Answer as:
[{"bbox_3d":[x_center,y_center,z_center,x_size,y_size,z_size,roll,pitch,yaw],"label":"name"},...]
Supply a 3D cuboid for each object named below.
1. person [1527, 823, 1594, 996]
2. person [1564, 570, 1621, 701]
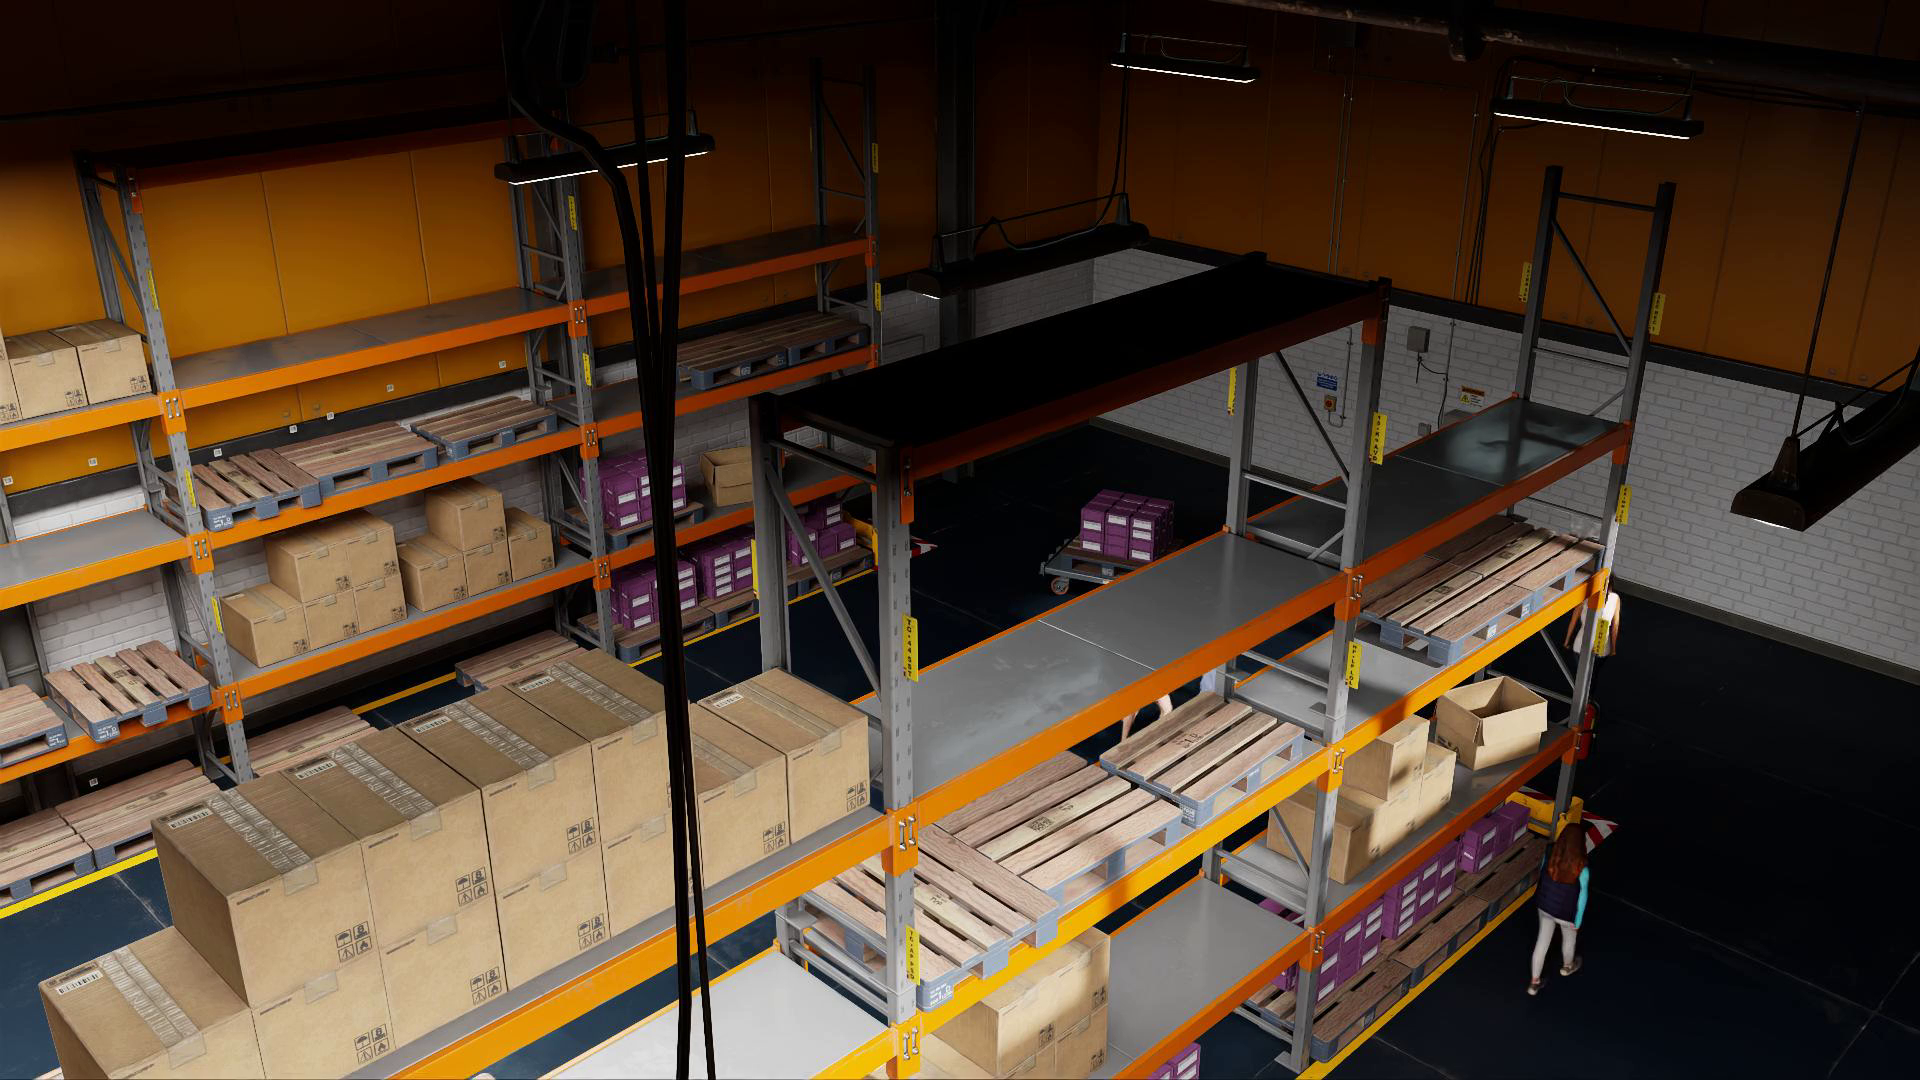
[{"bbox_3d":[4.613,2.888,12.920,0.850,1.478,0.611,-20,31,-39],"label":"person"},{"bbox_3d":[6.329,1.119,16.603,0.811,1.771,0.872,2,24,6],"label":"person"}]
